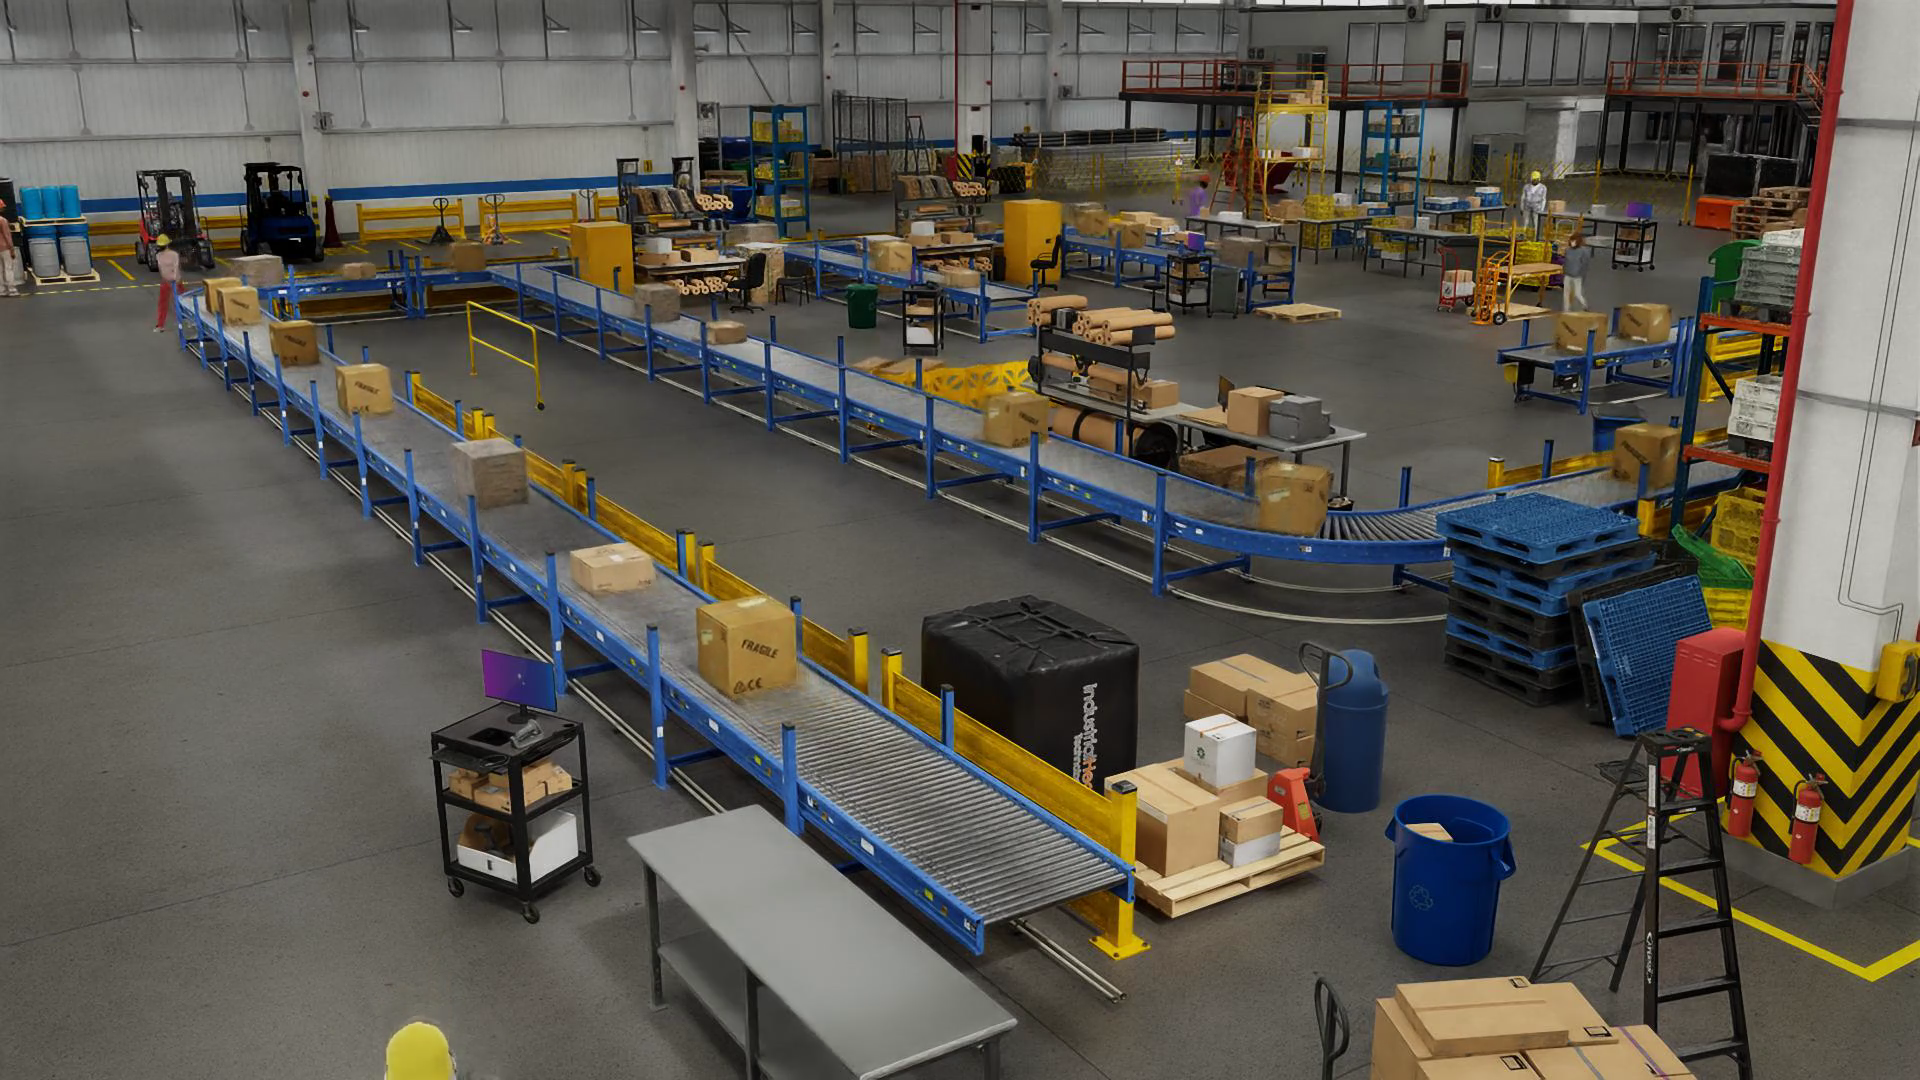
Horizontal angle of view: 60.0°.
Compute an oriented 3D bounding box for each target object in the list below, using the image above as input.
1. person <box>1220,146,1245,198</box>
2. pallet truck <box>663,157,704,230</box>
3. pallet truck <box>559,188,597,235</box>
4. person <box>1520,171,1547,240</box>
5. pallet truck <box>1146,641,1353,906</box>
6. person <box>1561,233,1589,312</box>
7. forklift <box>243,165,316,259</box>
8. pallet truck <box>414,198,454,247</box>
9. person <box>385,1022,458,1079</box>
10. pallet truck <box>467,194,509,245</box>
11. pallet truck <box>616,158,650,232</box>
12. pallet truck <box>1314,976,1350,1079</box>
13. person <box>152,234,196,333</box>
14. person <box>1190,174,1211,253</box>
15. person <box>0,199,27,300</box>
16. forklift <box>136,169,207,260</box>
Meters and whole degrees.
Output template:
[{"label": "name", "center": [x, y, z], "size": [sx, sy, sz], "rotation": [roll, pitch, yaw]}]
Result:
[{"label": "person", "center": [8.892, -11.907, 53.888], "size": [0.851, 1.681, 0.527], "rotation": [0, 17, -1]}, {"label": "pallet truck", "center": [-7.586, -9.308, 44.692], "size": [0.823, 1.965, 1.885], "rotation": [-11, 20, -33]}, {"label": "pallet truck", "center": [-10.010, -8.652, 43.699], "size": [0.653, 1.274, 1.630], "rotation": [-10, 20, -31]}, {"label": "person", "center": [14.306, -8.287, 41.576], "size": [0.589, 1.833, 0.404], "rotation": [7, 18, 23]}, {"label": "pallet truck", "center": [1.664, 1.407, 10.232], "size": [1.630, 1.274, 0.653], "rotation": [-10, 20, -31]}, {"label": "person", "center": [11.221, -4.792, 30.319], "size": [0.528, 1.624, 0.501], "rotation": [-13, 21, -37]}, {"label": "forklift", "center": [-15.898, -7.669, 38.708], "size": [1.157, 1.987, 2.680], "rotation": [-11, 20, -33]}, {"label": "pallet truck", "center": [-13.250, -8.060, 41.856], "size": [0.680, 1.201, 1.601], "rotation": [-10, 20, -31]}, {"label": "person", "center": [-1.840, 2.459, 5.867], "size": [0.599, 1.810, 0.779], "rotation": [-8, 18, -24]}, {"label": "pallet truck", "center": [-11.983, -8.177, 42.137], "size": [0.704, 1.261, 1.522], "rotation": [-11, 20, -33]}, {"label": "pallet truck", "center": [-8.918, -9.176, 44.255], "size": [0.823, 1.965, 1.885], "rotation": [-9, 19, -27]}, {"label": "pallet truck", "center": [2.299, 2.390, 7.086], "size": [1.601, 1.201, 0.680], "rotation": [-2, 17, -7]}, {"label": "person", "center": [-13.927, -4.554, 29.378], "size": [0.511, 1.709, 0.900], "rotation": [4, 17, 14]}, {"label": "person", "center": [5.743, -7.775, 39.740], "size": [0.464, 1.906, 0.584], "rotation": [-4, 17, -12]}, {"label": "person", "center": [-18.881, -5.737, 32.814], "size": [0.608, 1.995, 0.377], "rotation": [8, 18, 24]}, {"label": "forklift", "center": [-17.842, -7.318, 37.559], "size": [1.157, 1.987, 2.680], "rotation": [-10, 20, -31]}]
